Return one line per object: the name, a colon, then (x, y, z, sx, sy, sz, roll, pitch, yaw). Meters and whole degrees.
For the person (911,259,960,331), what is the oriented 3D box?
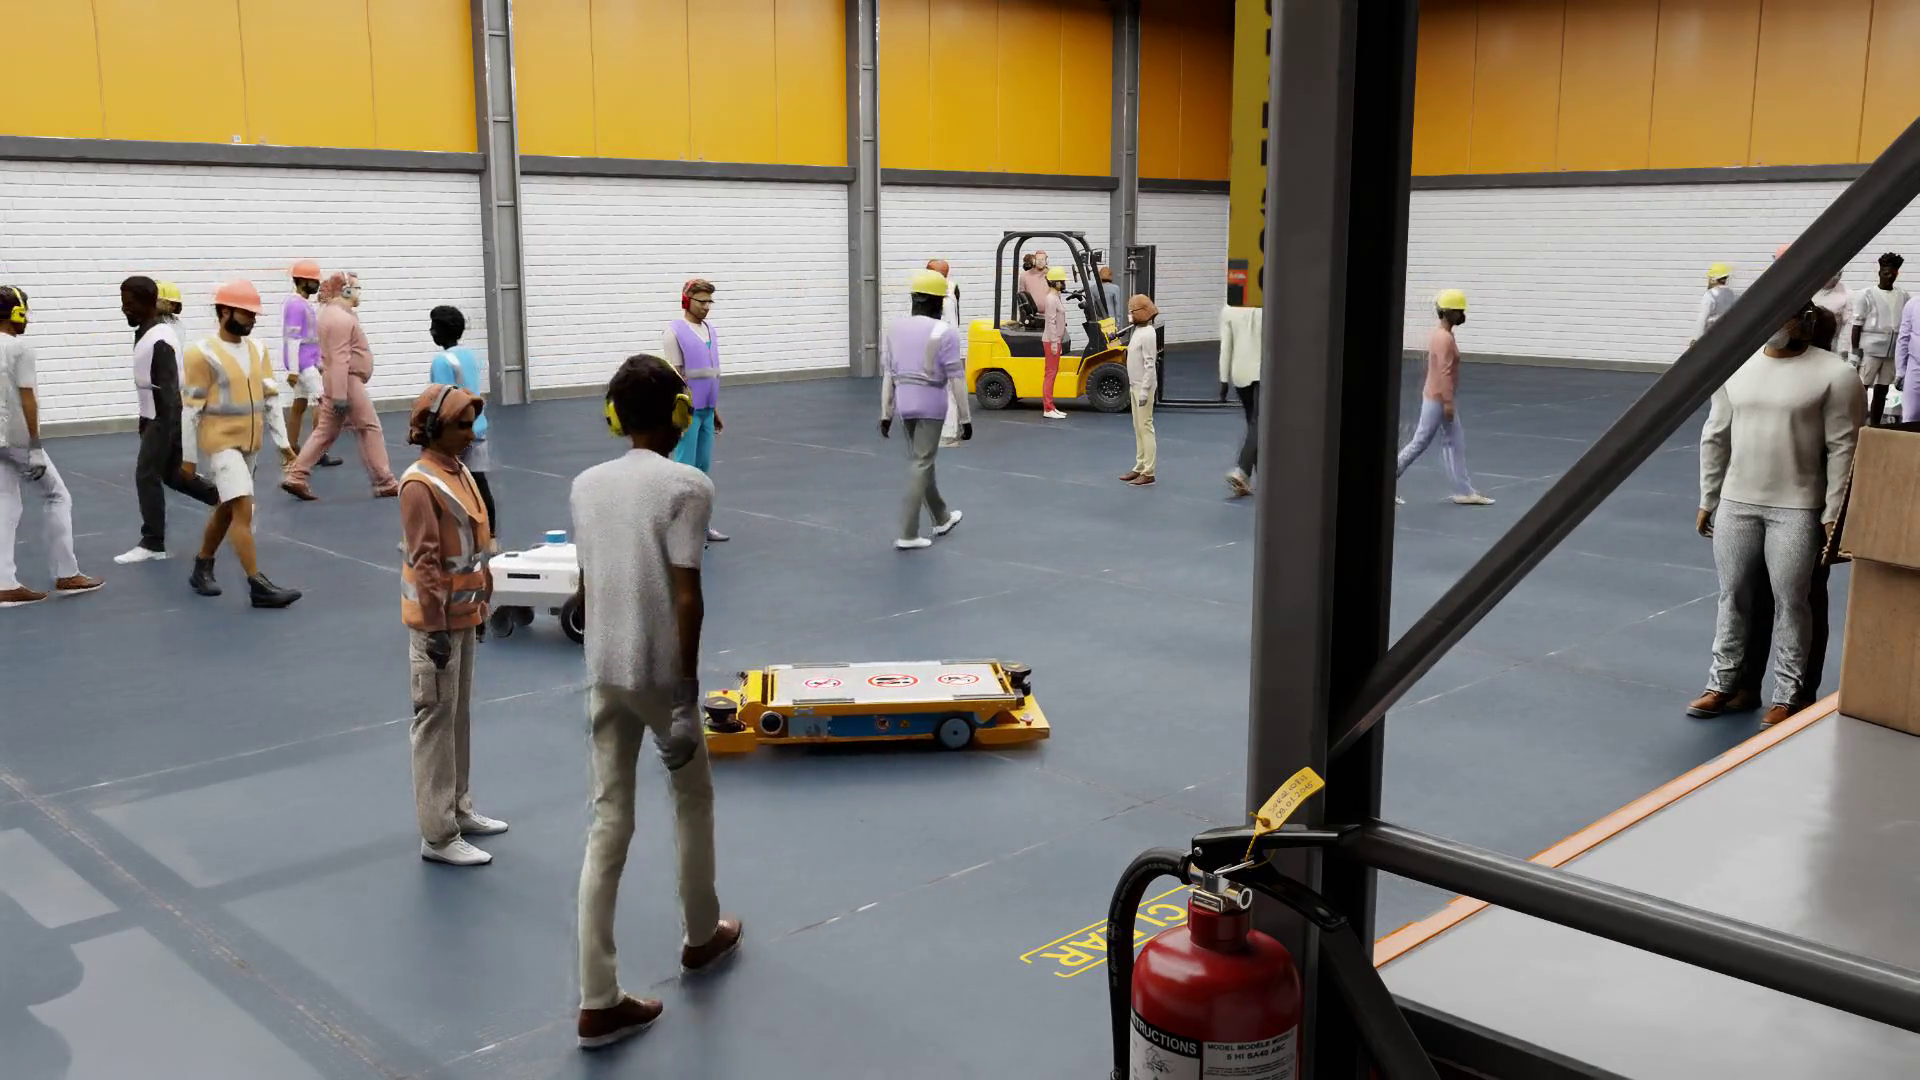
person: (-0.305, -2.620, 21.012, 0.621, 1.835, 0.430, 0, 10, -1)

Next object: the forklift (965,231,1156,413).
forklift: (1.222, -2.721, 20.561, 2.313, 2.155, 1.214, 2, 11, 13)

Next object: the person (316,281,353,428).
person: (-6.902, -2.029, 18.307, 0.271, 1.636, 0.507, 3, 11, 13)

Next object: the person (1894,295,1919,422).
person: (8.441, -1.445, 14.400, 0.642, 1.906, 0.410, 7, 13, 34)

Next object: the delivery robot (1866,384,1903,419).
delivery robot: (10.279, -1.550, 18.397, 0.477, 0.478, 0.707, -1, 11, -6)

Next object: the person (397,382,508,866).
person: (-1.754, 0.281, 5.707, 0.310, 1.639, 0.514, -1, 10, -3)

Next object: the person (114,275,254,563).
person: (-5.138, -0.793, 10.900, 0.796, 1.884, 0.621, -6, 12, -28)

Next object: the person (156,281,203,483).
person: (-6.831, -1.365, 14.419, 0.307, 1.736, 0.484, 2, 11, 13)

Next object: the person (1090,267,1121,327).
person: (2.296, -3.515, 26.422, 0.507, 1.632, 0.264, 3, 11, 14)

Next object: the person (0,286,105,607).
person: (-5.429, -0.556, 9.725, 0.537, 1.835, 0.775, 4, 11, 20)

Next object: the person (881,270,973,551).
person: (-0.172, -0.903, 11.483, 0.623, 1.880, 0.934, 8, 13, 37)

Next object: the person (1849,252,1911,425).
person: (9.164, -1.877, 16.592, 0.609, 1.960, 0.371, -2, 11, -9)

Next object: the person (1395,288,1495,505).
person: (3.751, -1.120, 13.117, 0.906, 1.724, 0.542, 3, 11, 15)

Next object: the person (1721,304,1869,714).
person: (3.642, -0.107, 7.277, 0.346, 1.841, 0.506, -8, 13, -39)

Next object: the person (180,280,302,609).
person: (-4.246, -0.565, 9.691, 0.954, 1.889, 0.538, 4, 11, 19)

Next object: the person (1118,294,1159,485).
person: (1.548, -1.285, 14.266, 0.289, 1.633, 0.497, -1, 10, -7)

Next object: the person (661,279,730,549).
person: (-1.836, -0.869, 11.435, 0.388, 1.837, 0.564, 4, 11, 21)

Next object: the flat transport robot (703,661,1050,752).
flat transport robot: (-0.370, 0.701, 7.152, 1.431, 0.197, 0.652, -1, 10, -6)

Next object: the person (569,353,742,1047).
person: (-0.857, 0.402, 4.590, 0.525, 1.801, 0.902, 4, 11, 22)

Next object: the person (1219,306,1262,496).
person: (2.440, -1.354, 13.830, 0.625, 1.941, 1.016, 6, 12, 30)

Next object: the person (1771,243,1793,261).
person: (8.840, -2.165, 17.940, 0.394, 2.044, 0.609, 5, 11, 24)

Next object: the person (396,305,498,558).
person: (-3.409, -0.700, 10.946, 0.747, 1.666, 0.555, 2, 11, 10)

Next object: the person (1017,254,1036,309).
person: (1.101, -3.546, 26.021, 0.430, 1.845, 0.619, 6, 12, 29)

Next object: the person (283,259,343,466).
person: (-5.984, -1.623, 15.359, 0.667, 1.910, 0.556, -4, 11, -19)

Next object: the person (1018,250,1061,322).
person: (1.173, -3.320, 24.601, 0.646, 1.913, 0.409, 1, 10, 5)

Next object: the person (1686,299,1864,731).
person: (3.504, -0.141, 7.194, 0.356, 1.936, 0.638, -9, 14, -41)

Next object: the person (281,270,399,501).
person: (-5.004, -1.238, 13.410, 1.019, 1.860, 0.649, -6, 12, -29)

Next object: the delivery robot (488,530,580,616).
delivery robot: (-2.150, 0.193, 8.890, 0.707, 0.478, 0.477, 2, 11, 9)

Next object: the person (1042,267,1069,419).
person: (1.115, -2.307, 19.473, 0.309, 1.769, 0.525, 1, 10, 7)

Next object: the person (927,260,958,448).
person: (-0.185, -1.876, 16.799, 0.337, 1.883, 0.584, -2, 11, -12)

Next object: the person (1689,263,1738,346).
person: (9.487, -2.575, 20.870, 0.592, 1.798, 0.915, -8, 13, -39)

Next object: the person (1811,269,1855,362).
person: (9.546, -2.172, 18.482, 0.672, 1.859, 0.558, 6, 12, 30)
